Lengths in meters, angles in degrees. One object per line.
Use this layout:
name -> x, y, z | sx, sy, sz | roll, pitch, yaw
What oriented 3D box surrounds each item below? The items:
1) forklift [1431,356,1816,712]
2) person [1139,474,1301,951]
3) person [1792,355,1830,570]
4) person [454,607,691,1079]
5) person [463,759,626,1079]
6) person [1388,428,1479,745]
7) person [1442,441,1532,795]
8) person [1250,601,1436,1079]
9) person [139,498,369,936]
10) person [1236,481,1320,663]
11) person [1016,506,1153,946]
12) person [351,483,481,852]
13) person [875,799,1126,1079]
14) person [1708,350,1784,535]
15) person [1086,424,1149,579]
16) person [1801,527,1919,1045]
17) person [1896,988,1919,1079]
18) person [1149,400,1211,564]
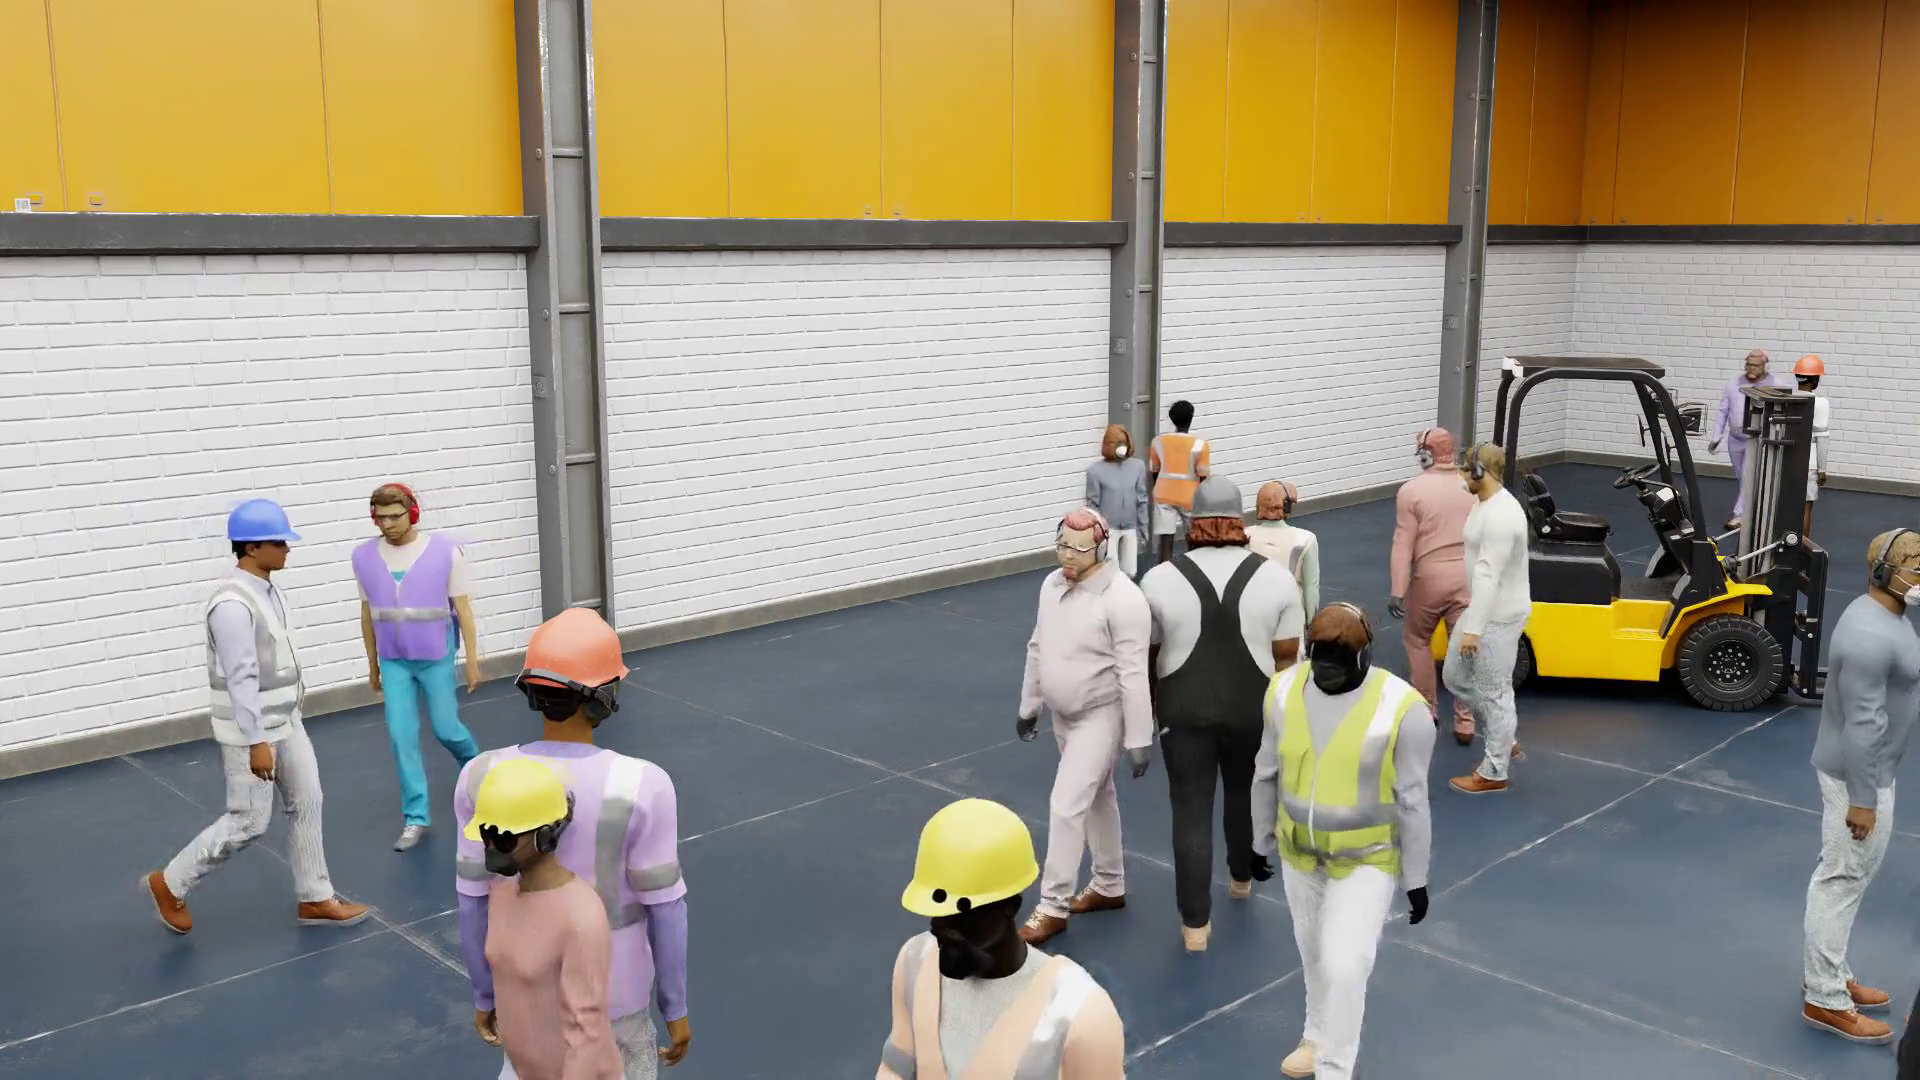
forklift -> 4.276, -0.101, 11.076 | 2.313, 2.155, 1.214 | 2, 11, 13
person -> 1.101, 0.676, 7.257 | 0.704, 2.000, 0.972 | 1, 10, 6
person -> 7.601, -0.701, 15.045 | 0.358, 1.938, 0.542 | -6, 12, -29
person -> -1.013, 1.187, 4.466 | 0.615, 2.041, 0.392 | 2, 11, 9
person -> -1.058, 1.383, 4.283 | 0.533, 1.712, 0.924 | 10, 14, 43
person -> 2.893, 0.259, 9.998 | 0.749, 1.858, 0.759 | -2, 11, -10
person -> 2.825, 0.431, 8.941 | 0.452, 1.913, 0.653 | 1, 10, 5
person -> 1.241, 1.094, 5.643 | 0.669, 1.798, 0.831 | 9, 14, 42
person -> -3.053, 0.771, 7.078 | 0.811, 1.919, 0.609 | 0, 10, -1
person -> 1.772, 0.479, 9.436 | 0.515, 1.636, 0.314 | 4, 11, 20
person -> 0.450, 0.785, 7.108 | 0.803, 1.870, 0.726 | -5, 12, -27
person -> -2.693, 0.584, 8.383 | 0.628, 1.811, 0.762 | 1, 10, 5
person -> -0.015, 1.455, 3.404 | 0.909, 1.885, 0.616 | -9, 14, -40
person -> 8.000, -0.997, 16.906 | 1.007, 1.852, 0.645 | -8, 13, -36
person -> 1.147, -0.085, 12.556 | 0.503, 1.616, 0.613 | -5, 11, -24
person -> 3.431, 0.904, 6.303 | 0.372, 1.936, 0.629 | 6, 12, 31
person -> 2.589, 1.327, 3.951 | 0.642, 1.952, 0.481 | -3, 11, -14
person -> 1.835, -0.334, 13.804 | 0.540, 1.654, 0.837 | 4, 11, 19
